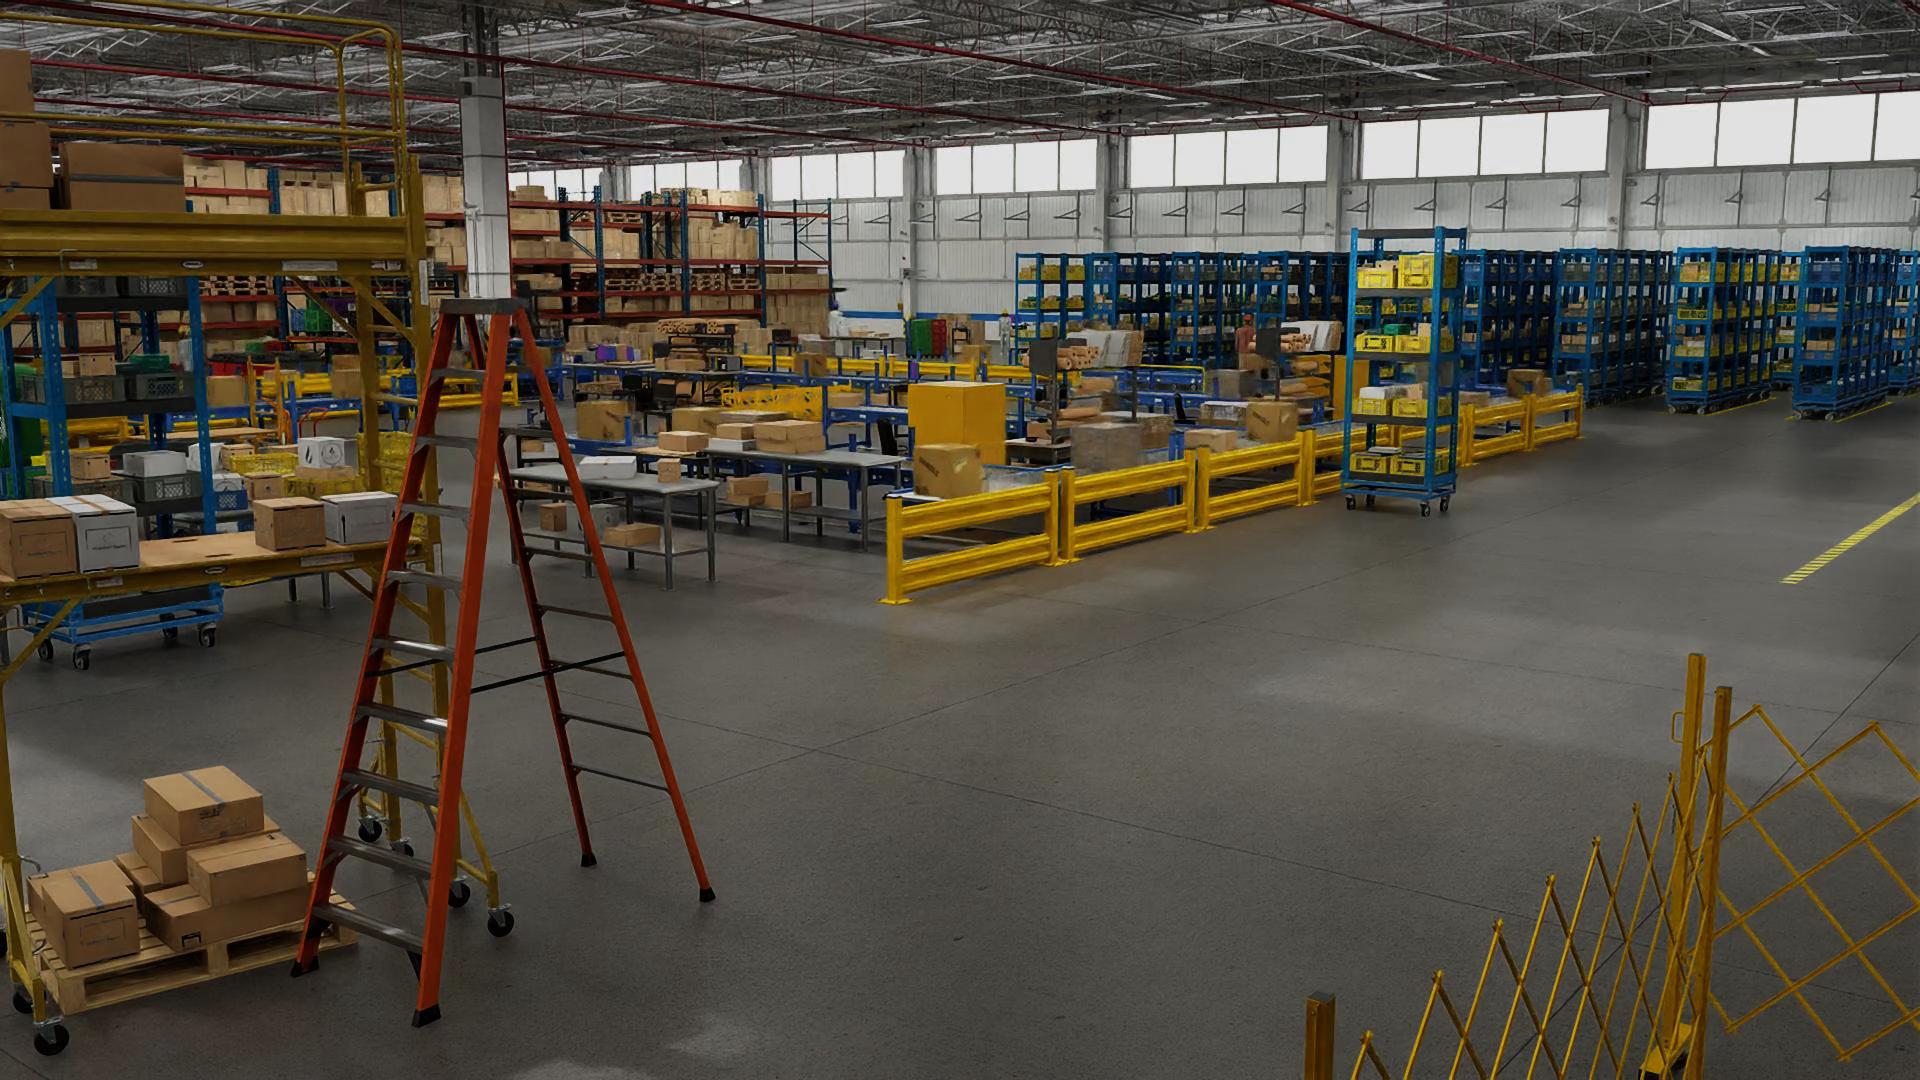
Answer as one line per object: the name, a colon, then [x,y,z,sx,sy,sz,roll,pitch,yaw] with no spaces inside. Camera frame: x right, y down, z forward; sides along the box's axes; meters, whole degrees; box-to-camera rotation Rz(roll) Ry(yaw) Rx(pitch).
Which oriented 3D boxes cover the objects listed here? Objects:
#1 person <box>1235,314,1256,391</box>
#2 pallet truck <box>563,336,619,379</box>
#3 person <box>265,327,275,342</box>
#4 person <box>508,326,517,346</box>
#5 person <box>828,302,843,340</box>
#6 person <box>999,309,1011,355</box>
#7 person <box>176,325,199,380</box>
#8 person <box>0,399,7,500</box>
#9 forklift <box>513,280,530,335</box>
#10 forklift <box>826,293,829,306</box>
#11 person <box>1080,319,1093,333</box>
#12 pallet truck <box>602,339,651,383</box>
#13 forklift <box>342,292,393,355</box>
person: [7.445,-4.865,43.151,0.621,1.992,0.397,4,10,23]
pallet truck: [-10.690,-5.294,48.215,1.601,1.201,0.680,-5,10,-26]
person: [-18.766,-5.012,45.346,0.869,1.584,0.517,-7,12,-39]
person: [-11.626,-4.789,43.687,0.645,1.677,0.540,-5,10,-29]
person: [-4.820,-8.235,64.408,0.621,1.931,0.658,2,9,10]
person: [1.670,-7.722,61.802,0.480,1.733,0.339,1,9,9]
person: [-18.726,-4.280,40.148,0.612,1.779,0.933,6,11,35]
person: [-12.279,-1.274,21.193,0.521,1.849,0.694,-4,10,-24]
forklift: [-14.058,-6.975,53.563,1.873,2.768,1.129,-1,9,-3]
forklift: [-6.025,-9.858,71.556,1.873,2.768,1.129,7,11,37]
person: [3.282,-4.720,42.590,0.637,1.886,0.805,-5,10,-30]
pallet truck: [-8.991,-4.871,45.351,0.653,1.274,1.630,7,11,37]
forklift: [-16.485,-5.622,45.120,1.129,2.768,1.873,7,11,37]
